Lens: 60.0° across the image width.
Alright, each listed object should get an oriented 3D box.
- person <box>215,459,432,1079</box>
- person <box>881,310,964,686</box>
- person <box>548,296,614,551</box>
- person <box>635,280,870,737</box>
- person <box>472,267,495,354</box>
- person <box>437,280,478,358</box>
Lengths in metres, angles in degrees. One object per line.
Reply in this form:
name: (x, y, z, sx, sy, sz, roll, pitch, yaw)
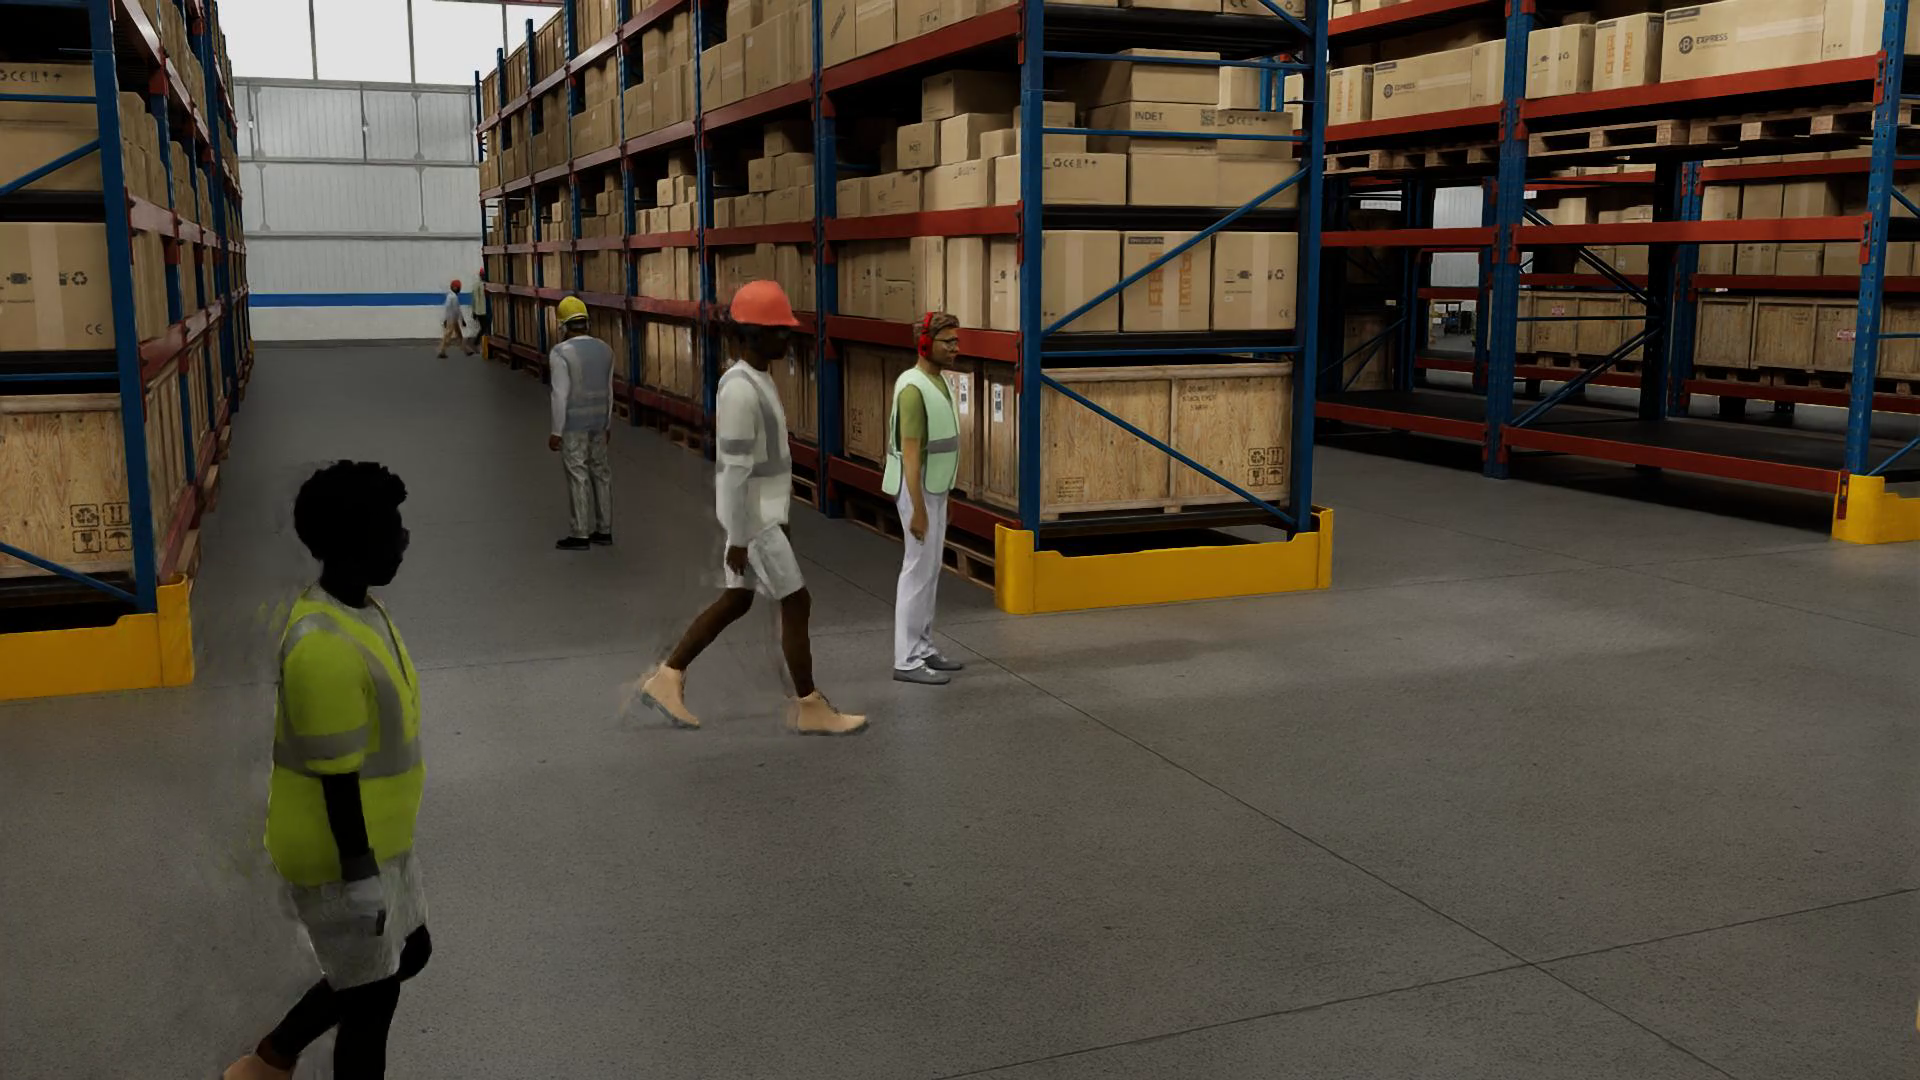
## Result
person: (-1.371, 0.653, 3.580, 0.454, 1.676, 0.538, -2, 10, -12)
person: (-0.186, -0.213, 8.246, 0.380, 1.844, 0.567, 2, 10, 11)
person: (-2.751, -0.837, 12.019, 0.404, 1.829, 0.591, 6, 11, 31)
person: (-0.948, -0.122, 7.231, 1.002, 2.006, 0.623, 0, 9, -2)
person: (-10.502, -5.042, 36.755, 0.629, 1.979, 0.466, 6, 11, 31)
person: (-10.981, -4.794, 36.114, 0.910, 1.693, 0.595, -4, 10, -23)
